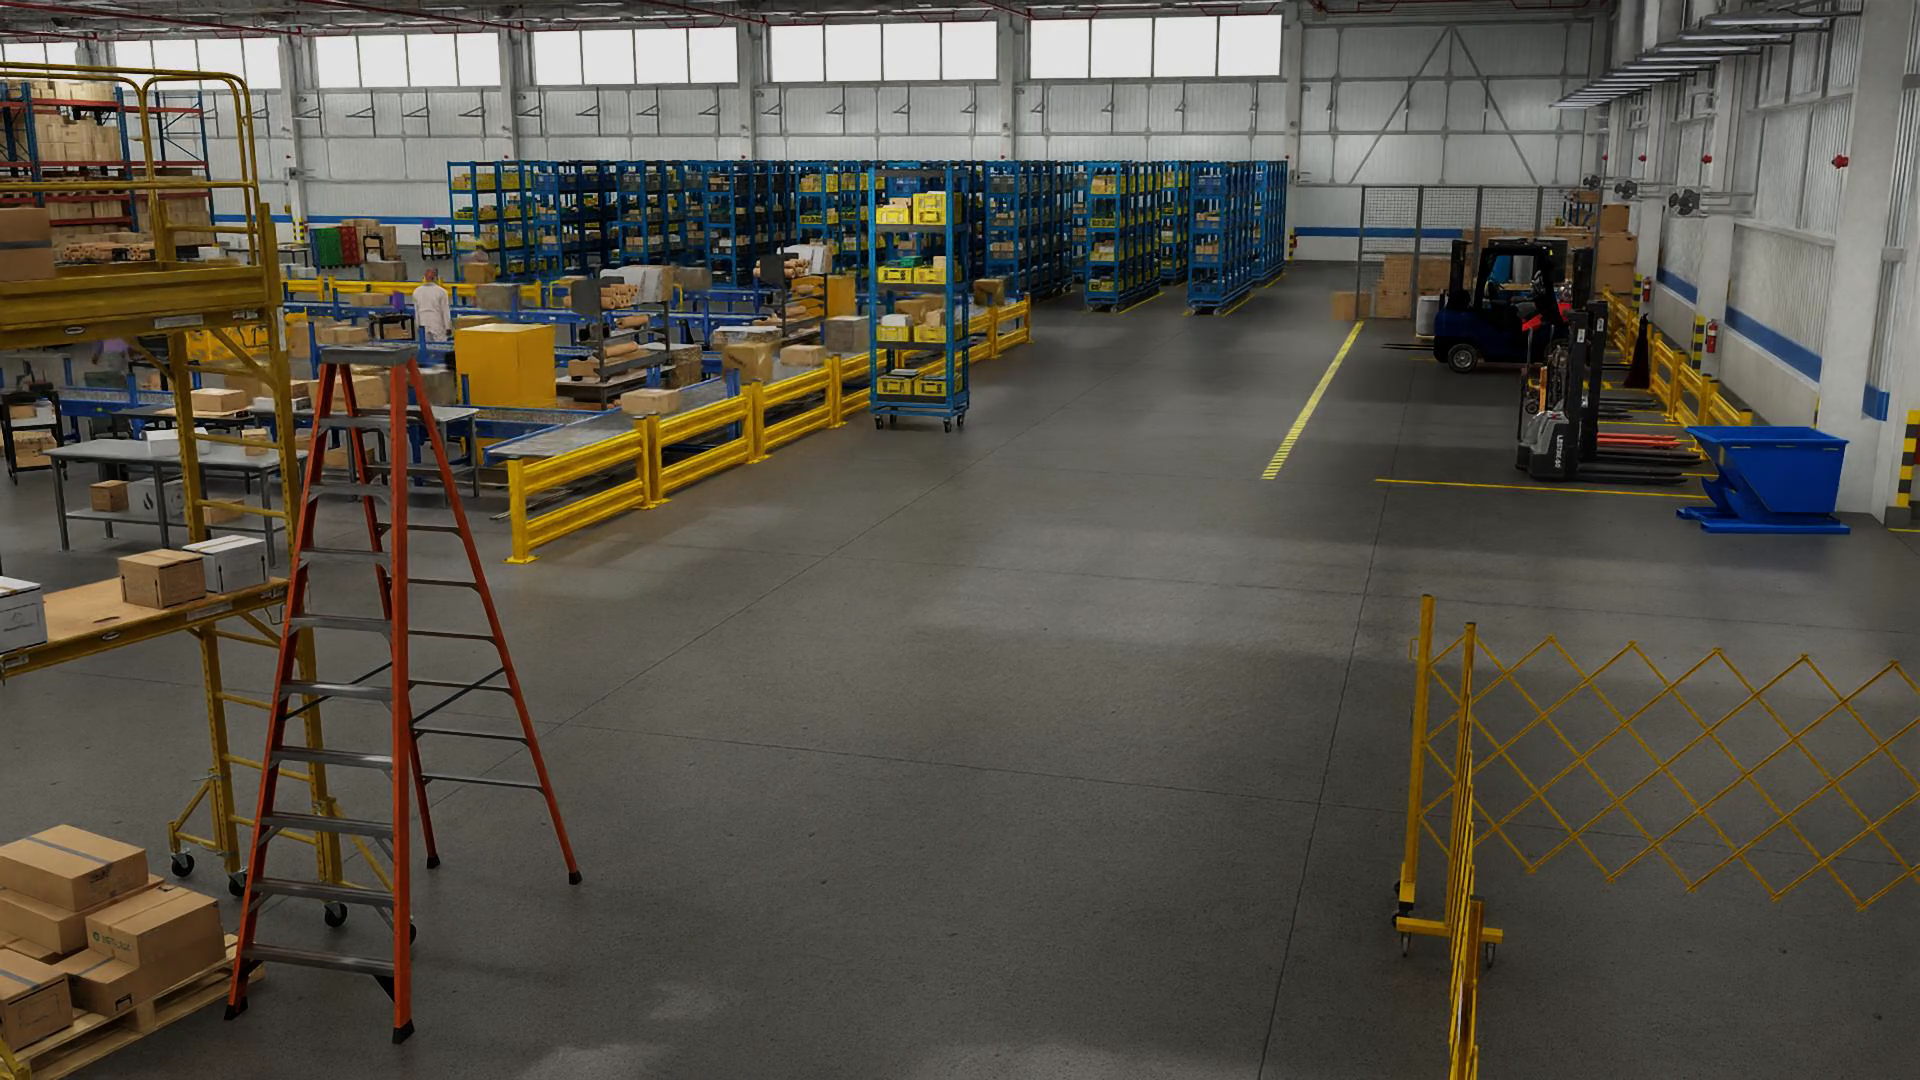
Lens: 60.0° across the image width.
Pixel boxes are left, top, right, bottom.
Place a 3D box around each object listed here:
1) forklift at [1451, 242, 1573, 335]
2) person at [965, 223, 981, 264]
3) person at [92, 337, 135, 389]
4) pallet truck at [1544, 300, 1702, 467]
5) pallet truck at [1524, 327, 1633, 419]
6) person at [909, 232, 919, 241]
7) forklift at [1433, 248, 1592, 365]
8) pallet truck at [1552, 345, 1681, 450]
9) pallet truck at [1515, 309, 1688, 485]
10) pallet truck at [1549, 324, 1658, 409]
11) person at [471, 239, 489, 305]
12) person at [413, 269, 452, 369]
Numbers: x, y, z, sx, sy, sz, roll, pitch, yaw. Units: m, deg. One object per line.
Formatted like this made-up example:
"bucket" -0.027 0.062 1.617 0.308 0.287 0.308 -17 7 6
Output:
"forklift" 10.464 -4.597 31.405 2.680 1.987 1.157 4 14 16
"person" 0.339 -8.972 51.029 0.628 1.972 0.572 3 13 12
"person" -12.369 -2.779 24.151 0.670 2.032 0.637 2 13 9
"pallet truck" 8.263 -1.952 20.631 1.885 1.965 0.823 5 14 20
"pallet truck" 9.065 -2.460 24.370 1.522 1.261 0.704 3 13 14
"person" -1.232 -8.667 50.001 0.718 1.822 0.600 6 14 25
"forklift" 9.780 -4.111 29.280 2.680 1.987 1.157 3 13 14
"pallet truck" 8.641 -1.896 21.908 1.630 1.274 0.653 4 14 16
"pallet truck" 7.554 -1.677 19.446 1.885 1.965 0.823 3 13 14
"pallet truck" 9.824 -2.669 25.407 1.601 1.201 0.680 4 14 16
"person" -11.751 -6.564 41.117 0.840 1.726 0.557 5 14 19
"person" -8.873 -3.619 28.065 0.643 1.899 0.395 3 13 13
